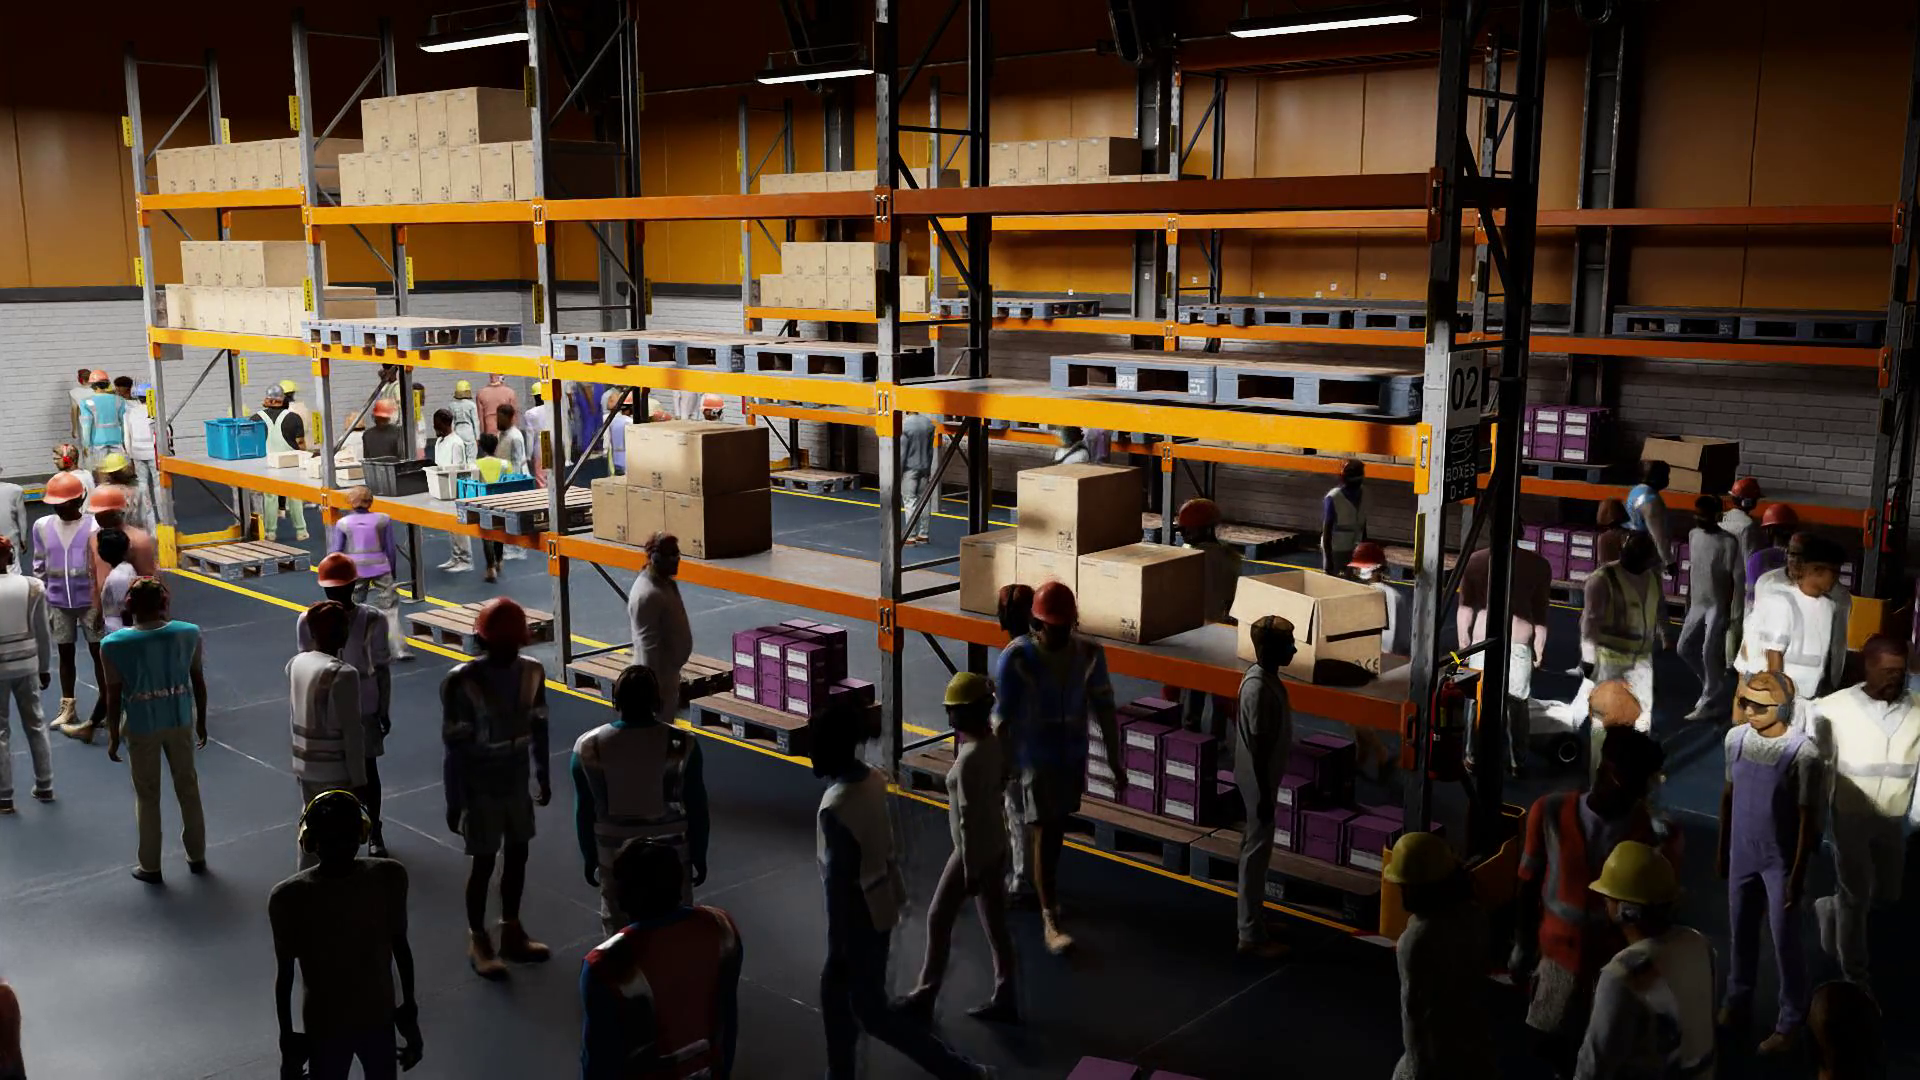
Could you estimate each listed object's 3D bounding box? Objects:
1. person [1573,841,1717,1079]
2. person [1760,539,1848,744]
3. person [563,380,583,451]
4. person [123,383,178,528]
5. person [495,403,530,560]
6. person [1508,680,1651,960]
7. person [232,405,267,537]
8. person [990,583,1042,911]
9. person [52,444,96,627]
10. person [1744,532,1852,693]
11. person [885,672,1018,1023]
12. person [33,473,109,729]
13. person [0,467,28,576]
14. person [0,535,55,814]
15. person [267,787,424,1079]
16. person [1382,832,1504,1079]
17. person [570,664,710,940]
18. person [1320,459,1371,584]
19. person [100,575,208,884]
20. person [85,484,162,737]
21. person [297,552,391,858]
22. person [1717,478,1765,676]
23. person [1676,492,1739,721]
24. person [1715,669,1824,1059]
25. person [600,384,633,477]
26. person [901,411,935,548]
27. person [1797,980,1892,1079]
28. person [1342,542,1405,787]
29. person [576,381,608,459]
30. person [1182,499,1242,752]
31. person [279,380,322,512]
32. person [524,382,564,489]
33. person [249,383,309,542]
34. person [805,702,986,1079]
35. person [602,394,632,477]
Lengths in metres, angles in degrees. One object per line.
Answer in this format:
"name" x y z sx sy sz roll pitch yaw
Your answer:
"person" 2.263 1.898 5.681 0.600 1.775 0.904 -10 14 -44
"person" 5.348 0.951 10.619 0.643 1.928 0.421 -5 11 -28
"person" -7.182 -2.574 30.686 0.346 1.882 0.584 9 13 41
"person" -10.886 -1.131 22.352 0.609 1.943 0.402 1 10 5
"person" -5.430 -0.715 20.112 0.406 1.912 0.605 -6 12 -32
"person" 3.309 1.485 8.587 0.858 1.574 0.558 -2 10 -13
"person" -9.246 -0.883 21.556 0.502 1.734 0.352 -4 11 -20
"person" 0.350 1.173 9.502 0.337 1.882 0.585 4 11 23
"person" -8.737 -0.046 16.544 0.382 1.836 0.570 -1 10 -4
"person" 5.564 0.880 11.136 0.401 1.901 0.642 -7 12 -35
"person" -0.046 1.497 8.085 0.776 1.729 0.534 3 11 18
"person" -6.916 0.477 13.012 0.605 2.035 0.392 -2 10 -9
"person" -9.558 0.001 16.501 0.335 1.748 0.572 9 13 41
"person" -6.391 0.887 11.161 0.371 1.877 0.582 8 13 39
"person" -2.230 1.793 6.083 0.498 1.861 0.327 -6 12 -32
"person" 1.742 1.872 6.089 0.503 1.676 0.873 -5 11 -27
"person" -1.488 1.487 7.843 0.626 1.846 0.429 -1 10 -3
"person" 3.654 0.134 15.628 0.581 1.789 0.917 -7 12 -33
"person" -4.763 1.123 9.892 0.567 1.845 0.386 -9 13 -41
"person" -6.436 0.538 12.821 0.627 1.976 0.481 5 11 25
"person" -3.756 1.026 10.183 0.543 1.939 0.355 -3 10 -15
"person" 6.879 0.319 14.693 0.330 1.753 0.561 -1 10 -5
"person" 5.972 0.530 13.249 0.443 1.847 0.535 -4 11 -24
"person" 3.779 1.498 7.828 0.365 1.836 0.504 -5 11 -27
"person" -5.082 -1.594 25.109 0.643 1.902 0.405 -9 13 -40
"person" -0.584 -0.875 20.927 0.361 1.938 0.635 9 13 41
"person" 2.323 2.106 4.538 0.530 1.796 0.987 5 11 28
"person" 2.873 0.871 11.645 0.587 1.730 0.581 -7 12 -33
"person" -6.437 -2.442 29.497 0.702 2.000 0.708 0 10 -3
"person" 1.830 0.639 12.414 0.383 1.922 0.587 -7 12 -35
"person" -9.389 -1.329 23.593 0.861 1.901 0.591 4 11 23
"person" -5.706 -1.197 22.787 0.384 1.922 0.593 9 13 41
"person" -8.722 -0.998 21.333 0.683 2.000 0.538 -3 10 -14
"person" -0.326 1.610 7.075 0.834 1.887 0.587 2 10 8
"person" -5.009 -1.324 24.327 0.278 1.632 0.507 9 13 41
